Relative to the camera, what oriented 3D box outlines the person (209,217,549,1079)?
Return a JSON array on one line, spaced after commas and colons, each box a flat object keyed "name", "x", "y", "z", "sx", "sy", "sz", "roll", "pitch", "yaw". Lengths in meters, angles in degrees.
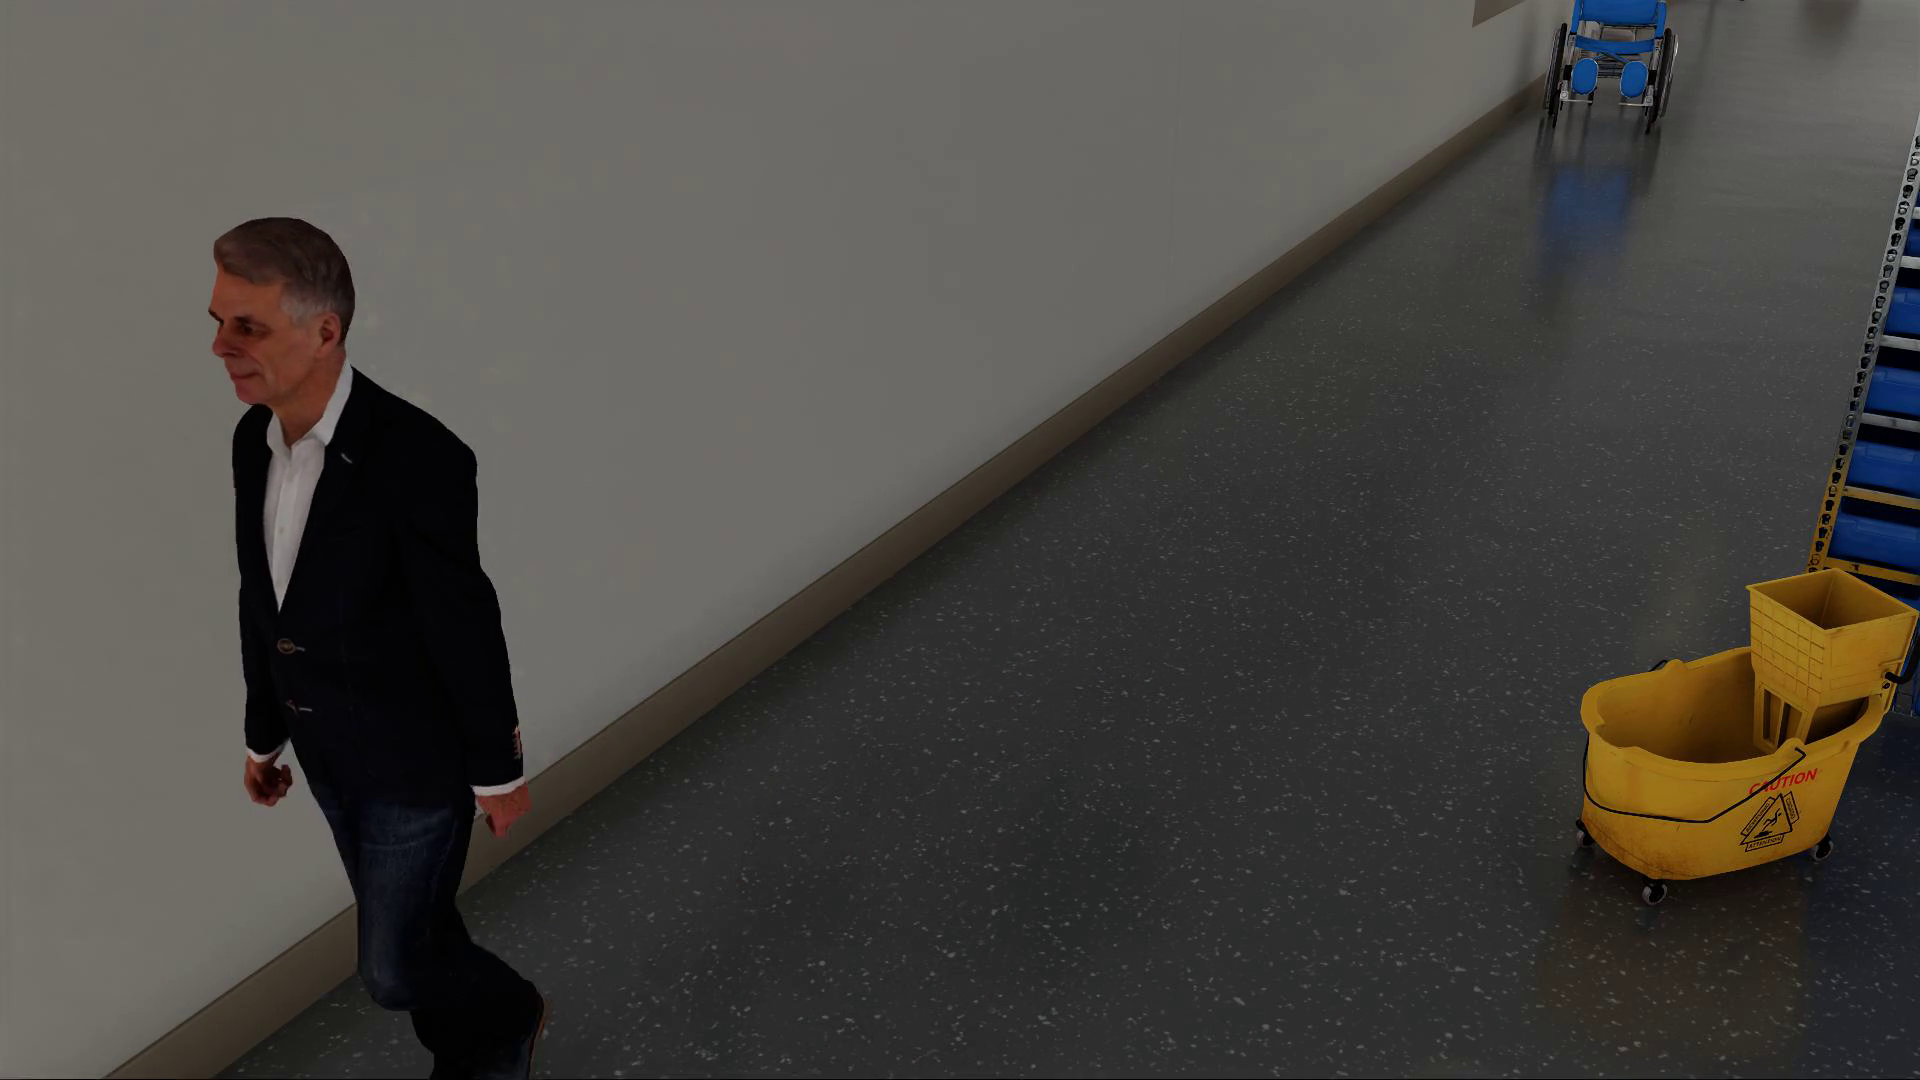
[{"name": "person", "x": -0.957, "y": 0.295, "z": 2.976, "sx": 0.594, "sy": 1.801, "sz": 0.749, "roll": 15, "pitch": 30, "yaw": 28}]
